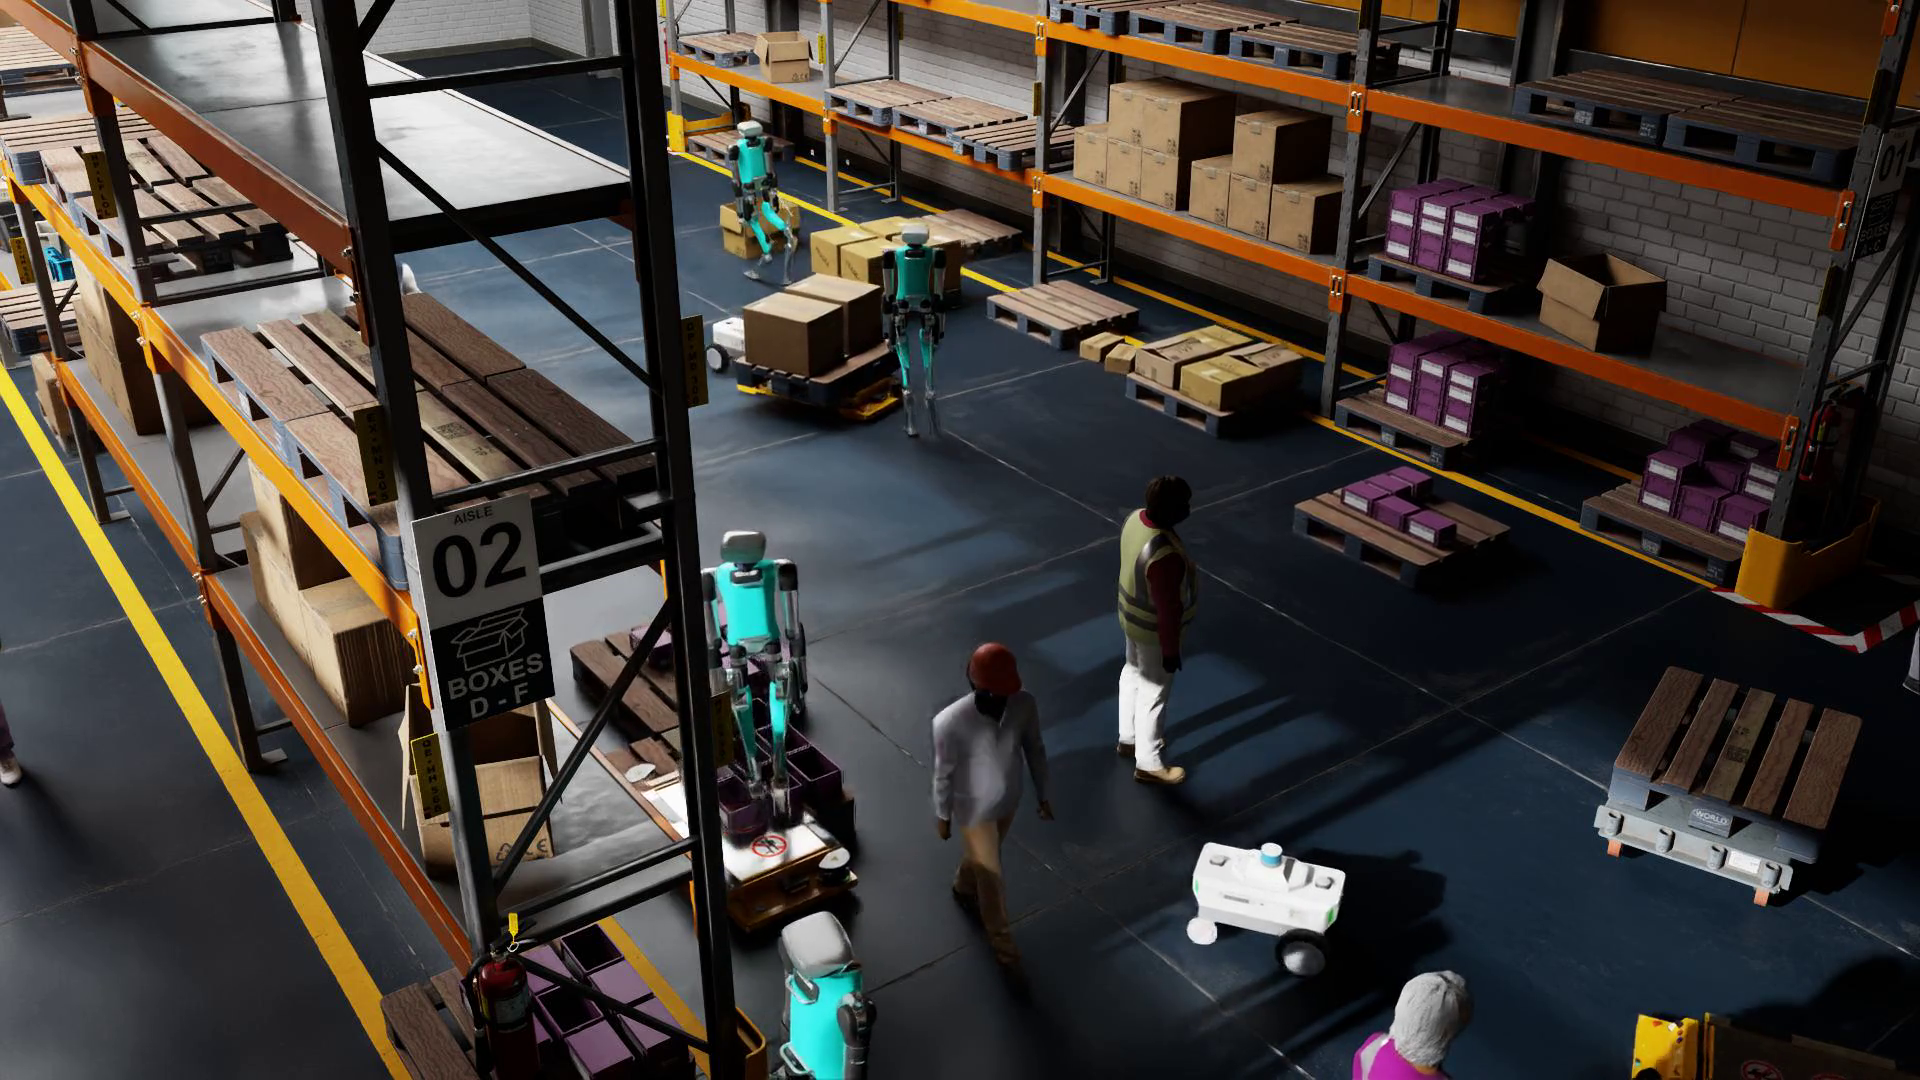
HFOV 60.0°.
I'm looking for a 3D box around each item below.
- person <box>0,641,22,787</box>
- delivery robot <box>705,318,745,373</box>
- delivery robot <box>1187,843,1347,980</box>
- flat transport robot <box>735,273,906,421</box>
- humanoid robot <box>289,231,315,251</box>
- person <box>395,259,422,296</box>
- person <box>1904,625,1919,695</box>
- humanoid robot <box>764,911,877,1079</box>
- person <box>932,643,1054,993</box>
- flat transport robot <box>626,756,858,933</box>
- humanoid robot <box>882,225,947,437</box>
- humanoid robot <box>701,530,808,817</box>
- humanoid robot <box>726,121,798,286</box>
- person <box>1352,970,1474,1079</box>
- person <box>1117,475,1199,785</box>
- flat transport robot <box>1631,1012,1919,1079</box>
[{"bbox_3d":[-5.607,0.534,9.102,0.642,1.910,0.414,-12,29,-22],"label":"person"},{"bbox_3d":[-1.931,-1.792,15.227,0.782,0.589,0.499,19,33,33],"label":"delivery robot"},{"bbox_3d":[1.537,1.771,8.162,0.788,0.610,0.499,9,28,18],"label":"delivery robot"},{"bbox_3d":[-1.212,-1.366,14.703,1.431,0.231,0.659,16,31,29],"label":"flat transport robot"},{"bbox_3d":[-6.313,-2.976,16.375,0.603,1.648,0.602,-14,30,-26],"label":"humanoid robot"},{"bbox_3d":[-4.686,-1.754,13.817,0.747,1.758,0.427,6,27,11],"label":"person"},{"bbox_3d":[6.110,0.043,10.035,0.490,1.949,0.422,-24,35,-39],"label":"person"},{"bbox_3d":[-0.648,2.195,6.037,0.670,1.836,0.539,-17,31,-30],"label":"humanoid robot"},{"bbox_3d":[0.155,1.235,7.943,0.562,1.717,0.828,-18,32,-32],"label":"person"},{"bbox_3d":[-1.204,1.549,8.907,0.659,0.231,1.431,-18,32,-31],"label":"flat transport robot"},{"bbox_3d":[-0.353,-1.596,13.609,0.544,1.869,0.655,-3,27,-7],"label":"humanoid robot"},{"bbox_3d":[-1.036,0.886,8.617,0.547,1.796,0.787,-4,27,-9],"label":"humanoid robot"},{"bbox_3d":[-1.973,-3.382,17.139,0.550,1.760,1.042,-21,34,-36],"label":"humanoid robot"},{"bbox_3d":[1.537,2.254,5.755,0.356,1.841,0.518,-15,30,-27],"label":"person"},{"bbox_3d":[1.099,0.486,9.271,0.429,1.841,0.632,-6,27,-12],"label":"person"},{"bbox_3d":[3.654,2.440,7.134,1.431,0.231,0.659,11,29,21],"label":"flat transport robot"}]
